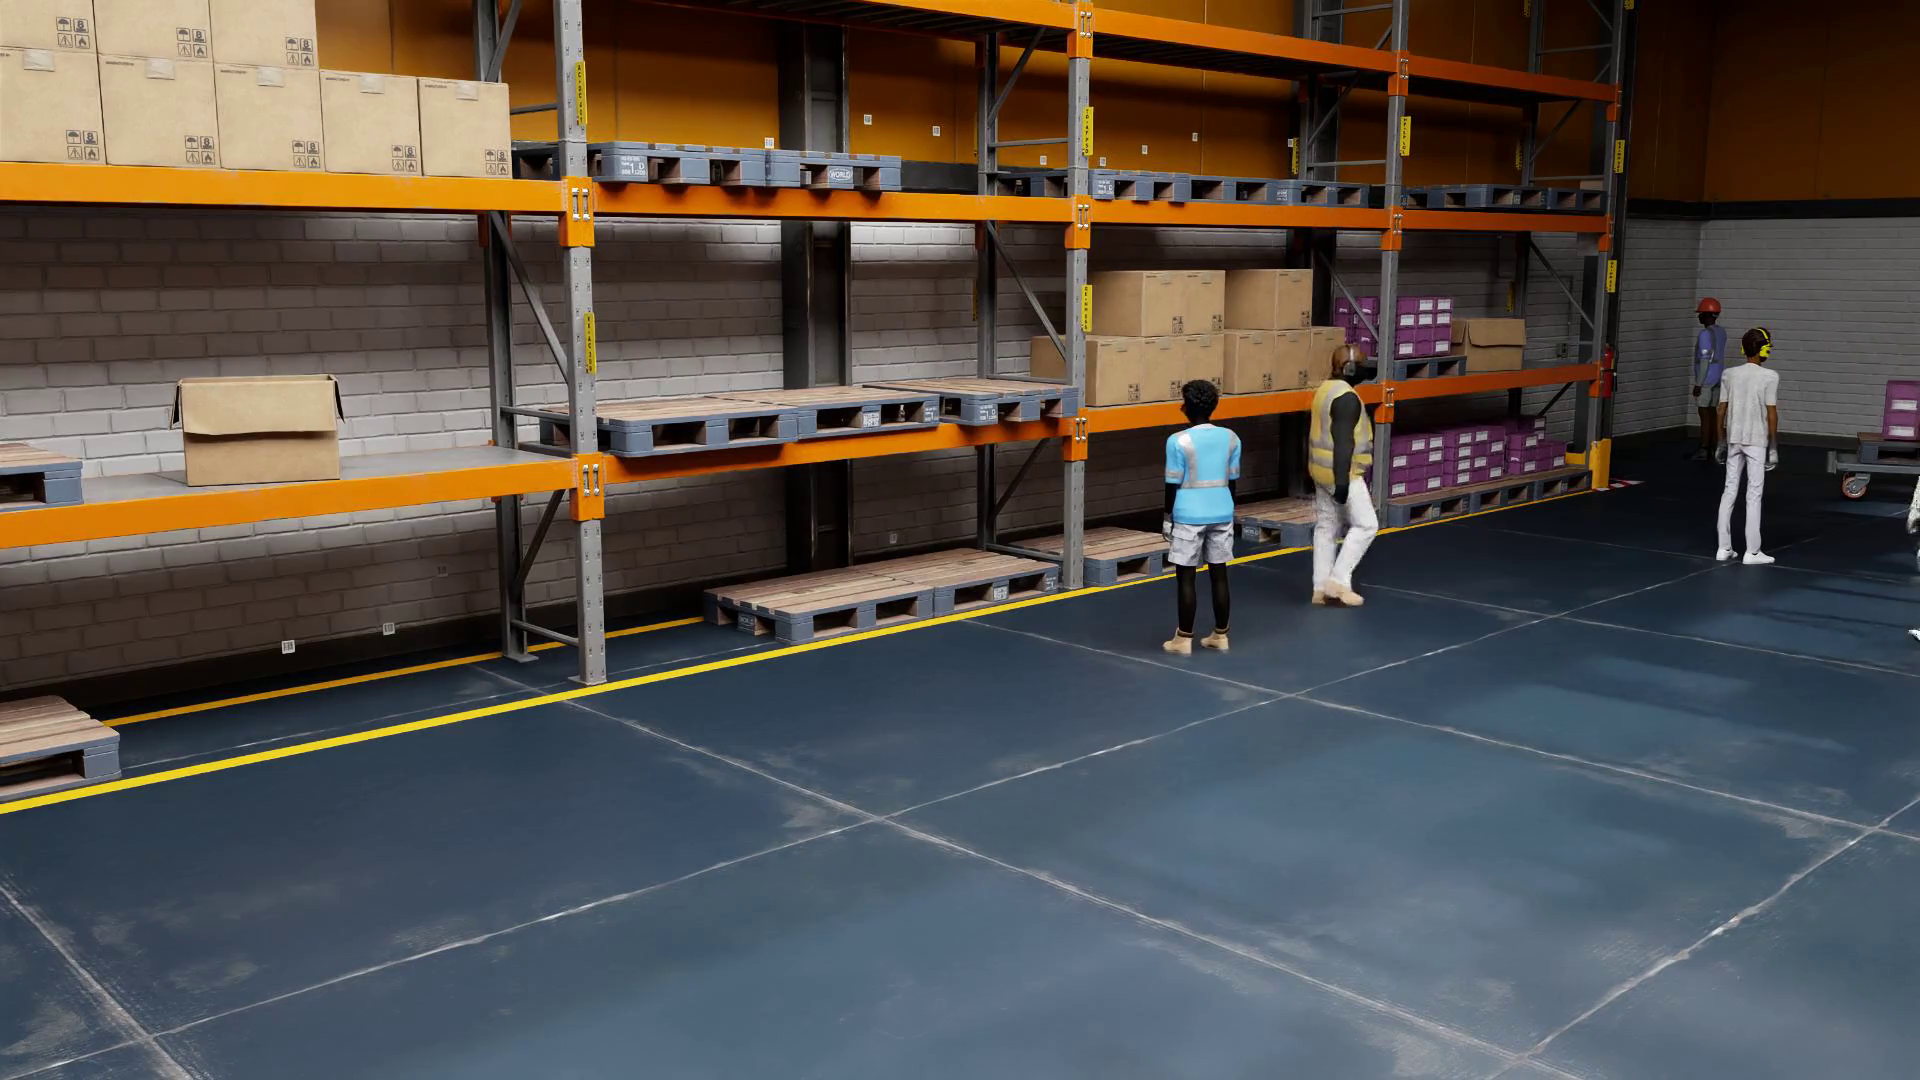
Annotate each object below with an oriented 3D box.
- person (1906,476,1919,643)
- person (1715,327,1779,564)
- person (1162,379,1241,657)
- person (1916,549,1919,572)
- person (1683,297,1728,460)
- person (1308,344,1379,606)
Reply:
[{"bbox_3d":[6.167,-0.125,10.358,0.829,1.588,0.530,-4,10,-22],"label":"person"},{"bbox_3d":[6.254,-0.746,13.202,0.332,1.874,0.520,-6,11,-32],"label":"person"},{"bbox_3d":[1.463,-0.129,10.116,0.538,1.694,0.320,-5,11,-26],"label":"person"},{"bbox_3d":[7.690,-0.637,12.719,0.930,1.831,0.519,-7,12,-34],"label":"person"},{"bbox_3d":[8.916,-1.922,19.892,0.543,1.939,0.370,-9,13,-44],"label":"person"},{"bbox_3d":[2.665,-0.438,11.526,0.499,1.824,0.666,0,10,-2],"label":"person"}]
